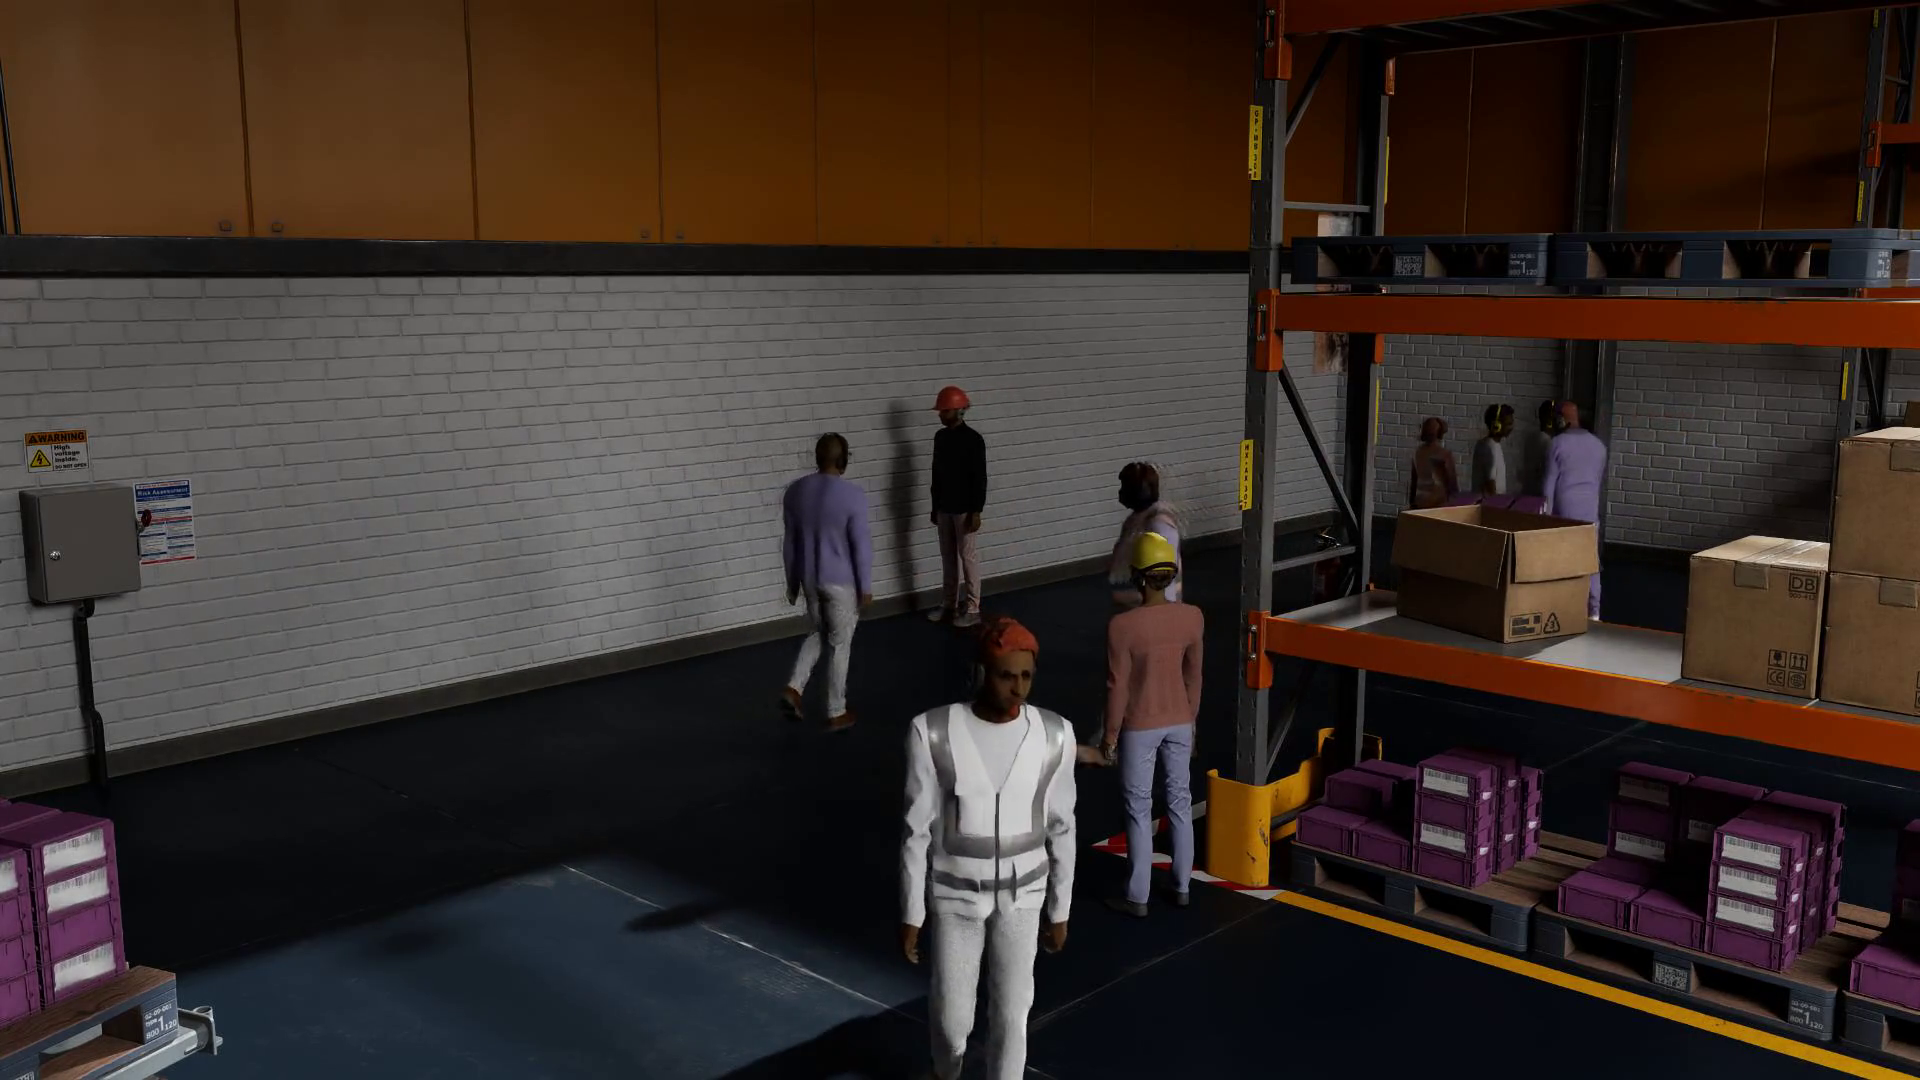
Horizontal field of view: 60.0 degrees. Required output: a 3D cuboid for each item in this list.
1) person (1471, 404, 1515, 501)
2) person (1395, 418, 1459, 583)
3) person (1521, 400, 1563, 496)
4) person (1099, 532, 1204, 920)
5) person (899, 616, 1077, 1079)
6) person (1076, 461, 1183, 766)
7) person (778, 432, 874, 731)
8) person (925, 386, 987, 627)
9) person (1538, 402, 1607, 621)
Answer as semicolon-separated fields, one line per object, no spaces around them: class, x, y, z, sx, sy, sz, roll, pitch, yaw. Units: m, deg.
person;4.370;-0.226;13.869;0.527;1.848;0.535;1;9;4
person;4.290;-0.320;15.189;0.779;1.603;0.517;-4;10;-21
person;4.977;-0.322;14.548;0.845;1.832;0.554;-1;9;-9
person;0.867;0.844;7.577;0.523;1.769;0.313;-5;10;-28
person;0.078;1.151;5.386;0.597;1.866;0.540;-2;9;-11
person;0.982;0.438;9.917;0.863;1.806;0.660;0;9;-3
person;-0.852;0.278;10.554;0.635;1.926;0.503;6;11;34
person;-0.045;-0.278;13.764;0.400;1.989;0.623;-8;12;-39
person;5.076;-0.228;13.930;0.657;1.842;0.991;-2;10;-15
